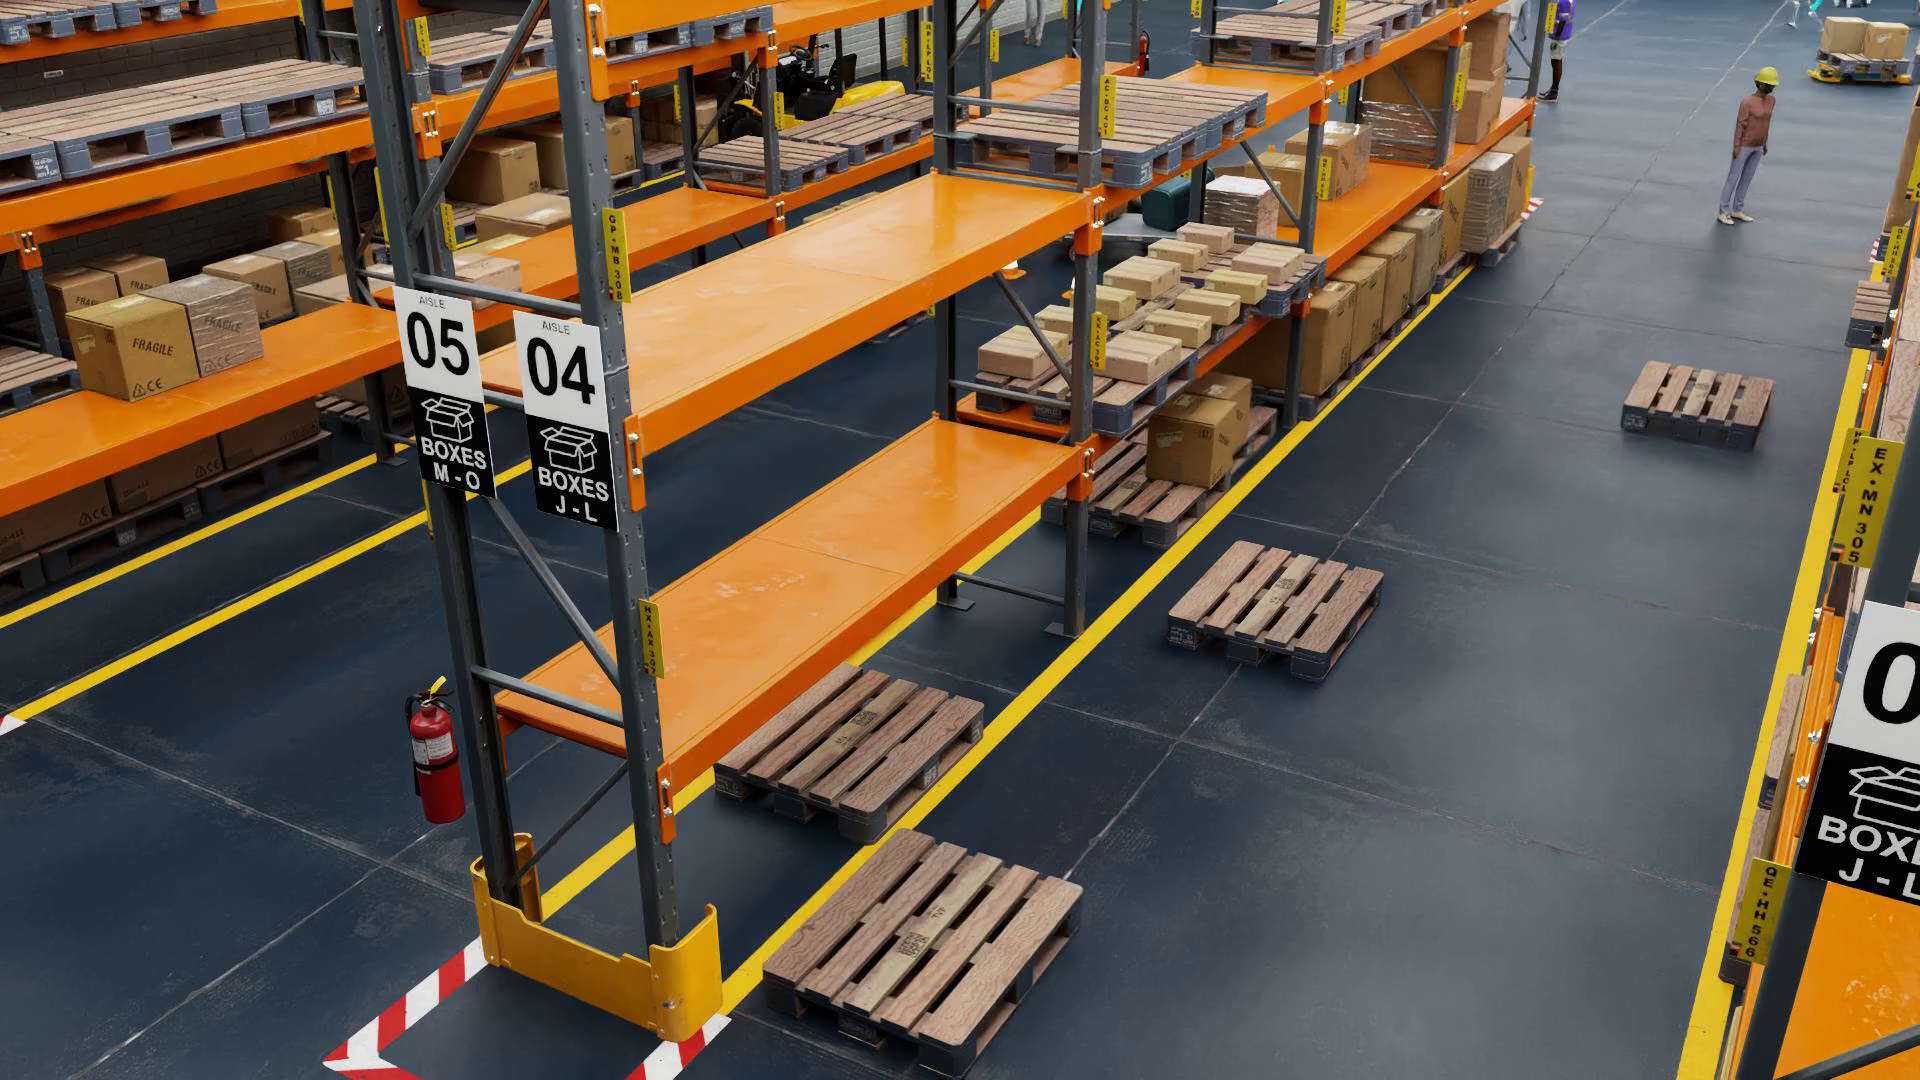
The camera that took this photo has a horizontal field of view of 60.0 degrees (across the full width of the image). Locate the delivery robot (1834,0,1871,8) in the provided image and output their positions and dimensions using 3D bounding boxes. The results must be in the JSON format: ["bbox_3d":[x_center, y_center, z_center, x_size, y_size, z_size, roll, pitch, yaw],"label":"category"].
[{"bbox_3d":[18.679,-11.440,34.785,0.797,0.595,0.499,-16,30,-29],"label":"delivery robot"}]

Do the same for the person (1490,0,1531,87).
[{"bbox_3d":[8.571,-7.931,25.976,0.601,1.873,0.987,23,34,39],"label":"person"}]

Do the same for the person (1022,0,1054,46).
[{"bbox_3d":[1.429,-9.919,30.077,0.670,1.919,0.395,-5,26,-10],"label":"person"}]

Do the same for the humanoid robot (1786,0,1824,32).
[{"bbox_3d":[16.145,-10.467,31.475,1.022,1.784,0.541,1,26,3],"label":"humanoid robot"}]

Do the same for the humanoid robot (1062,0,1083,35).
[{"bbox_3d":[2.150,-10.343,31.222,0.531,1.852,0.764,15,30,28],"label":"humanoid robot"}]

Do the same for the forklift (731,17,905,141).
[{"bbox_3d":[-1.819,-5.975,21.543,2.313,2.155,1.214,14,29,26],"label":"forklift"}]

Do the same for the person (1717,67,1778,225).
[{"bbox_3d":[9.015,-4.484,18.935,0.532,1.765,0.328,-12,28,-24],"label":"person"}]

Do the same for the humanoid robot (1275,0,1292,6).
[{"bbox_3d":[4.731,-7.641,25.579,0.875,1.789,0.577,16,30,30],"label":"humanoid robot"}]

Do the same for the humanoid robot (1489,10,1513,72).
[{"bbox_3d":[8.845,-8.509,27.445,0.740,1.642,0.591,12,28,23],"label":"humanoid robot"}]

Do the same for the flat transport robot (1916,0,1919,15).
[{"bbox_3d":[19.204,-10.010,32.142,0.659,0.231,1.431,8,27,16],"label":"flat transport robot"}]

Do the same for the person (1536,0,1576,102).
[{"bbox_3d":[9.144,-7.708,25.404,0.368,1.966,0.605,11,28,22],"label":"person"}]

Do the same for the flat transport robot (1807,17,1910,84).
[{"bbox_3d":[14.719,-7.632,27.201,1.431,0.231,0.659,2,26,5],"label":"flat transport robot"}]
